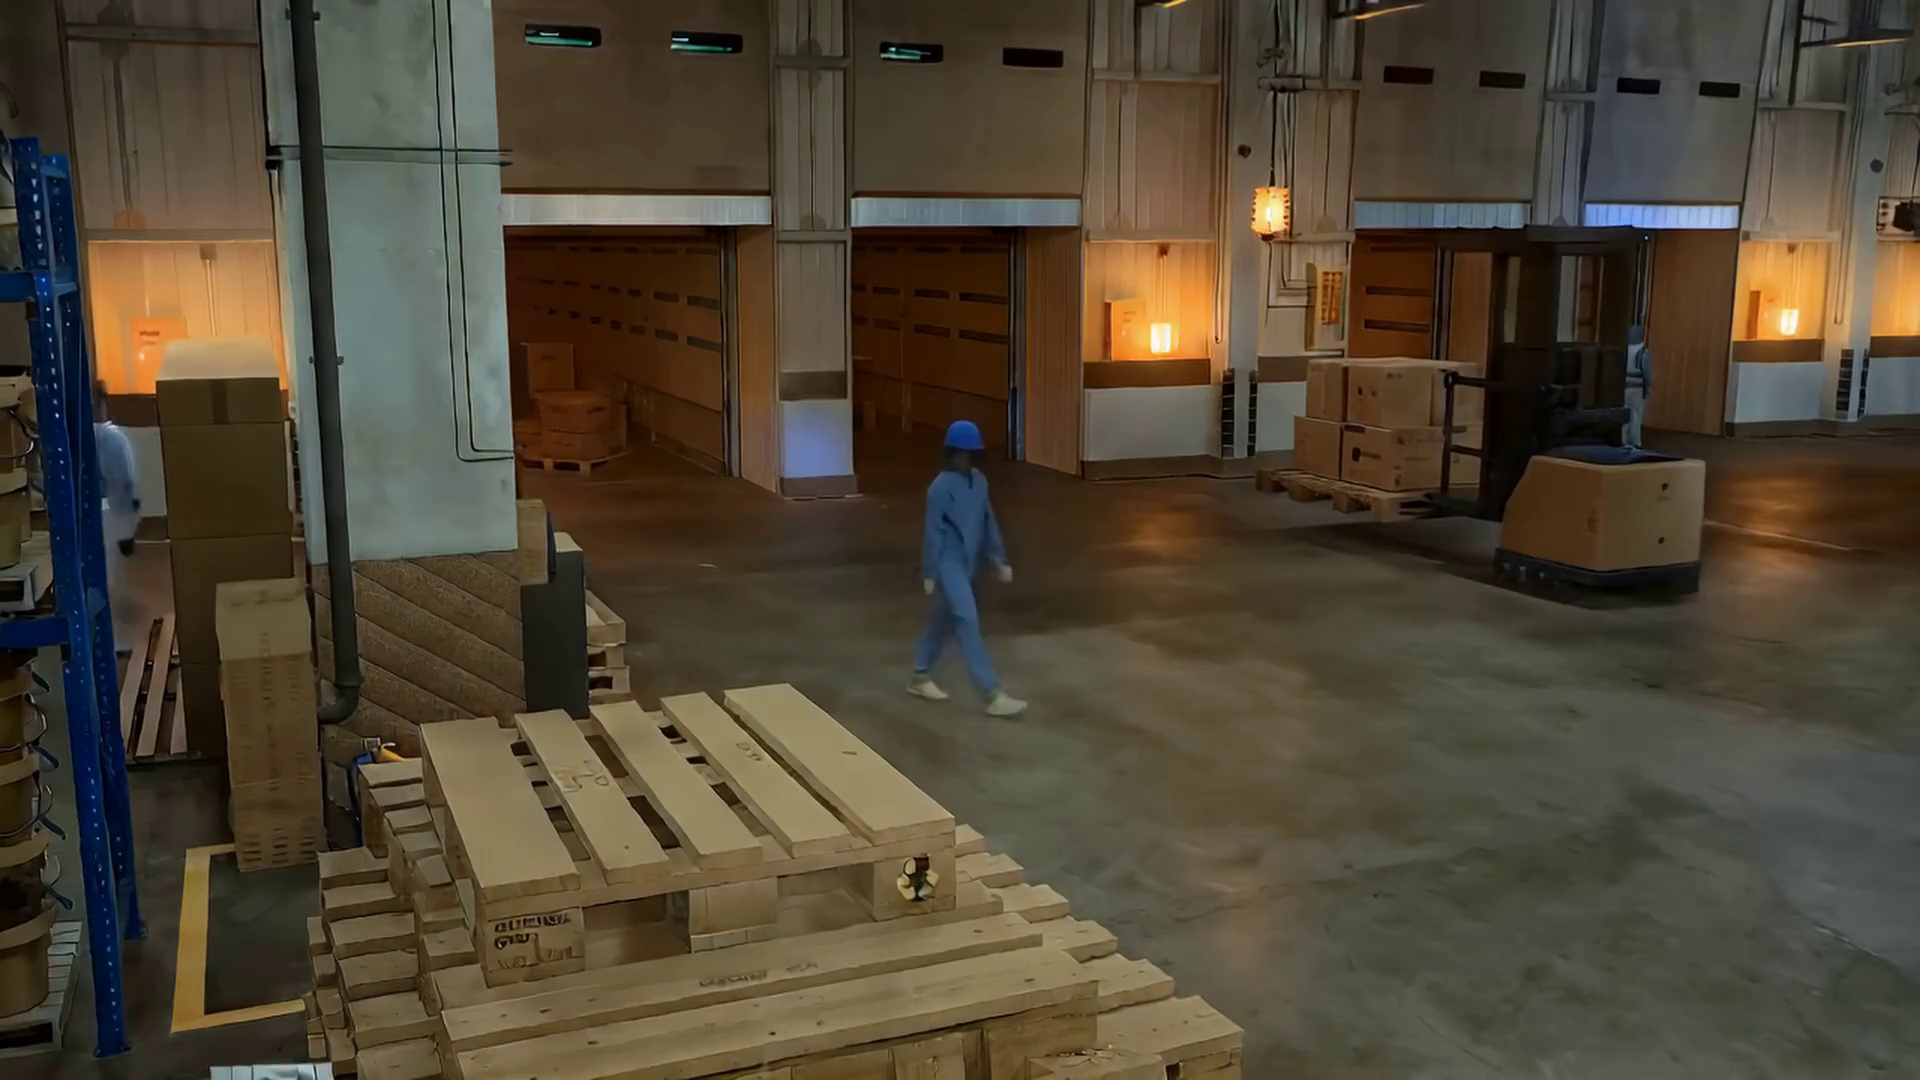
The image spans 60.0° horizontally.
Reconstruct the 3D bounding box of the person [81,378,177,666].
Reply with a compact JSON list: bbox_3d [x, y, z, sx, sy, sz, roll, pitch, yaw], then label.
[{"bbox_3d":[-5.361,-0.107,10.575,0.485,1.869,0.597,-6,12,-29],"label":"person"}]

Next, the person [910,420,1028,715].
[{"bbox_3d":[0.033,0.151,9.628,0.887,1.694,0.494,6,12,31],"label":"person"}]

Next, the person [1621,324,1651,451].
[{"bbox_3d":[8.609,-1.931,21.251,0.309,1.639,0.514,-4,11,-22],"label":"person"}]

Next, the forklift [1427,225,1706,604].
[{"bbox_3d":[4.762,-1.043,12.937,1.129,2.768,1.873,-4,11,-23],"label":"forklift"}]
